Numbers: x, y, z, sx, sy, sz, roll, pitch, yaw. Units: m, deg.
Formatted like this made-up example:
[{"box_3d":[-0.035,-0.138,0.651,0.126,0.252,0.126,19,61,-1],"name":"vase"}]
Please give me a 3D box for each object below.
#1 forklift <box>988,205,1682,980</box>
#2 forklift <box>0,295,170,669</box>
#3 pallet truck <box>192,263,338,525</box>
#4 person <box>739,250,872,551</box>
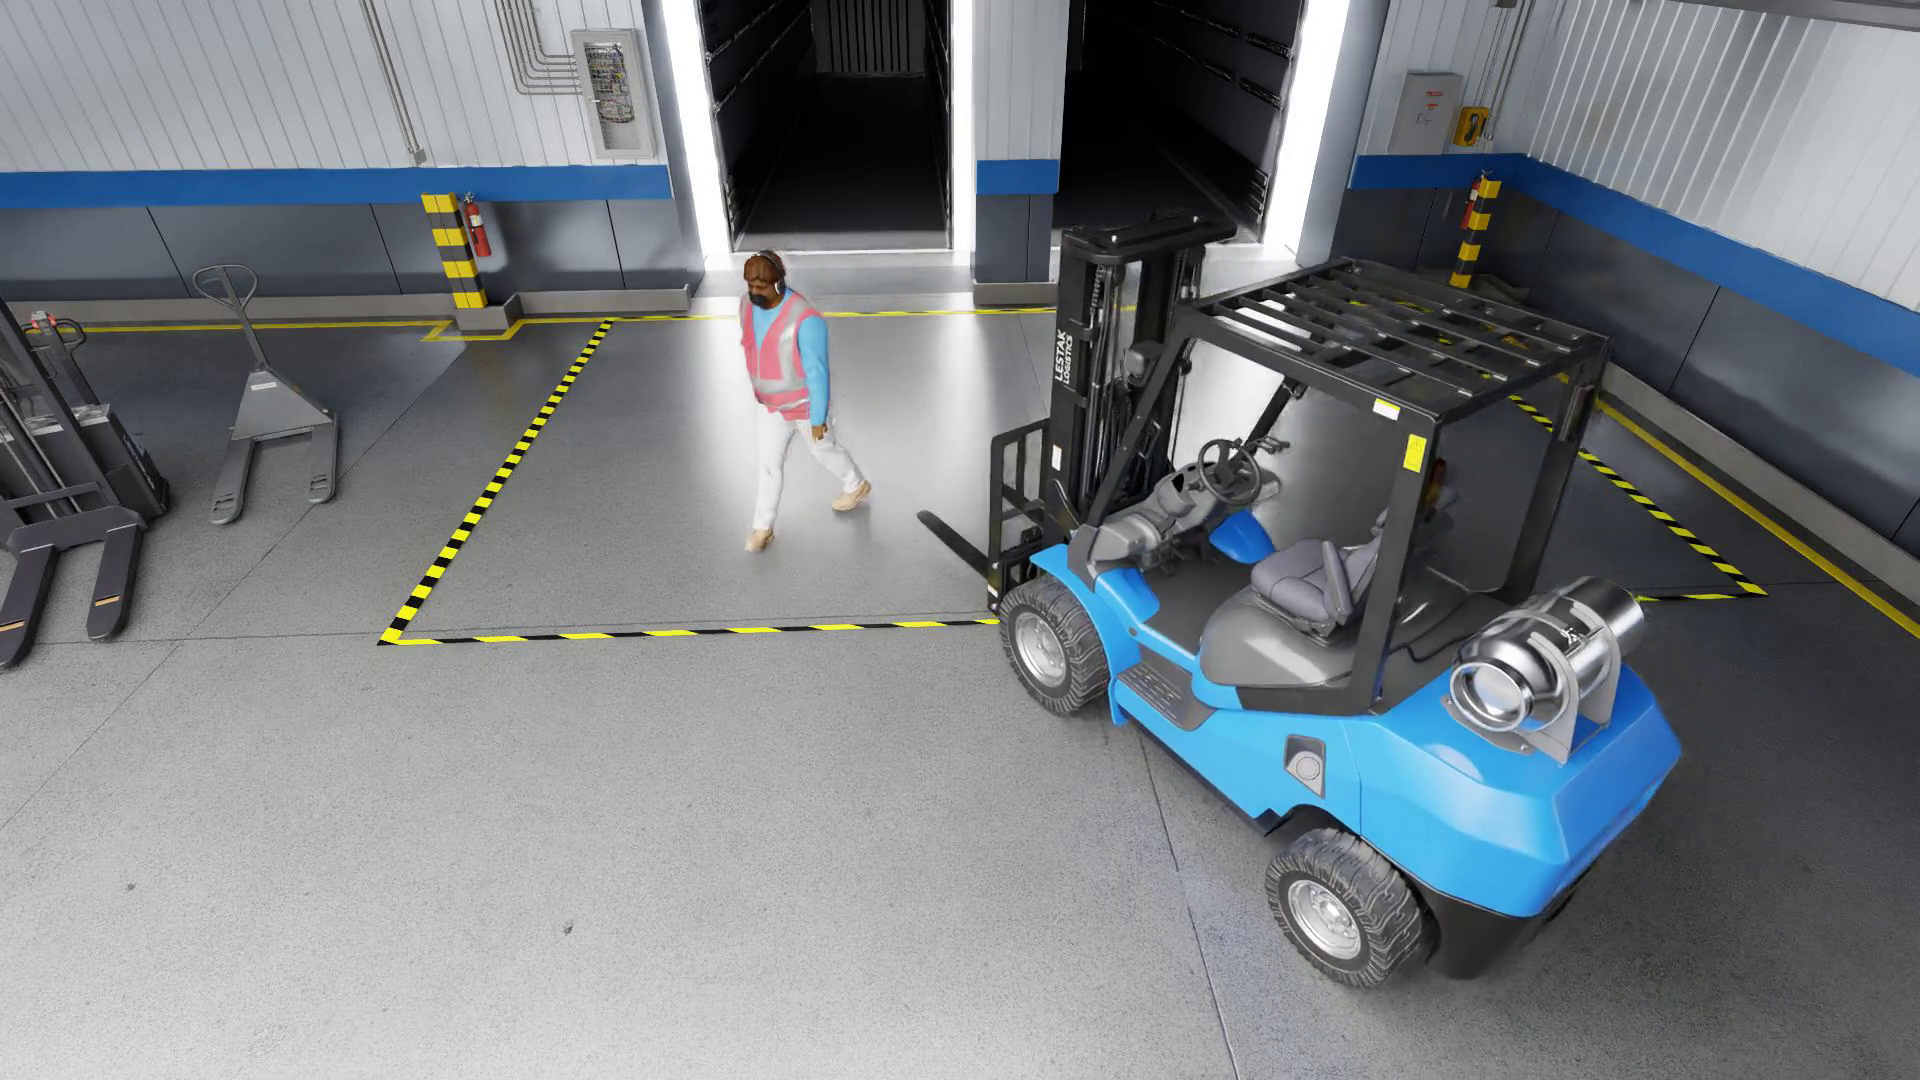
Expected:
[{"box_3d":[1.360,0.008,3.668,1.157,2.036,2.680,-22,40,-28],"name":"forklift"},{"box_3d":[-5.212,-0.618,4.878,0.823,1.965,1.885,-20,39,-26],"name":"forklift"},{"box_3d":[-4.778,-1.027,6.128,0.680,1.201,1.601,-17,38,-23],"name":"pallet truck"},{"box_3d":[-0.981,-0.828,5.366,0.659,1.786,0.980,21,40,28],"name":"person"}]
